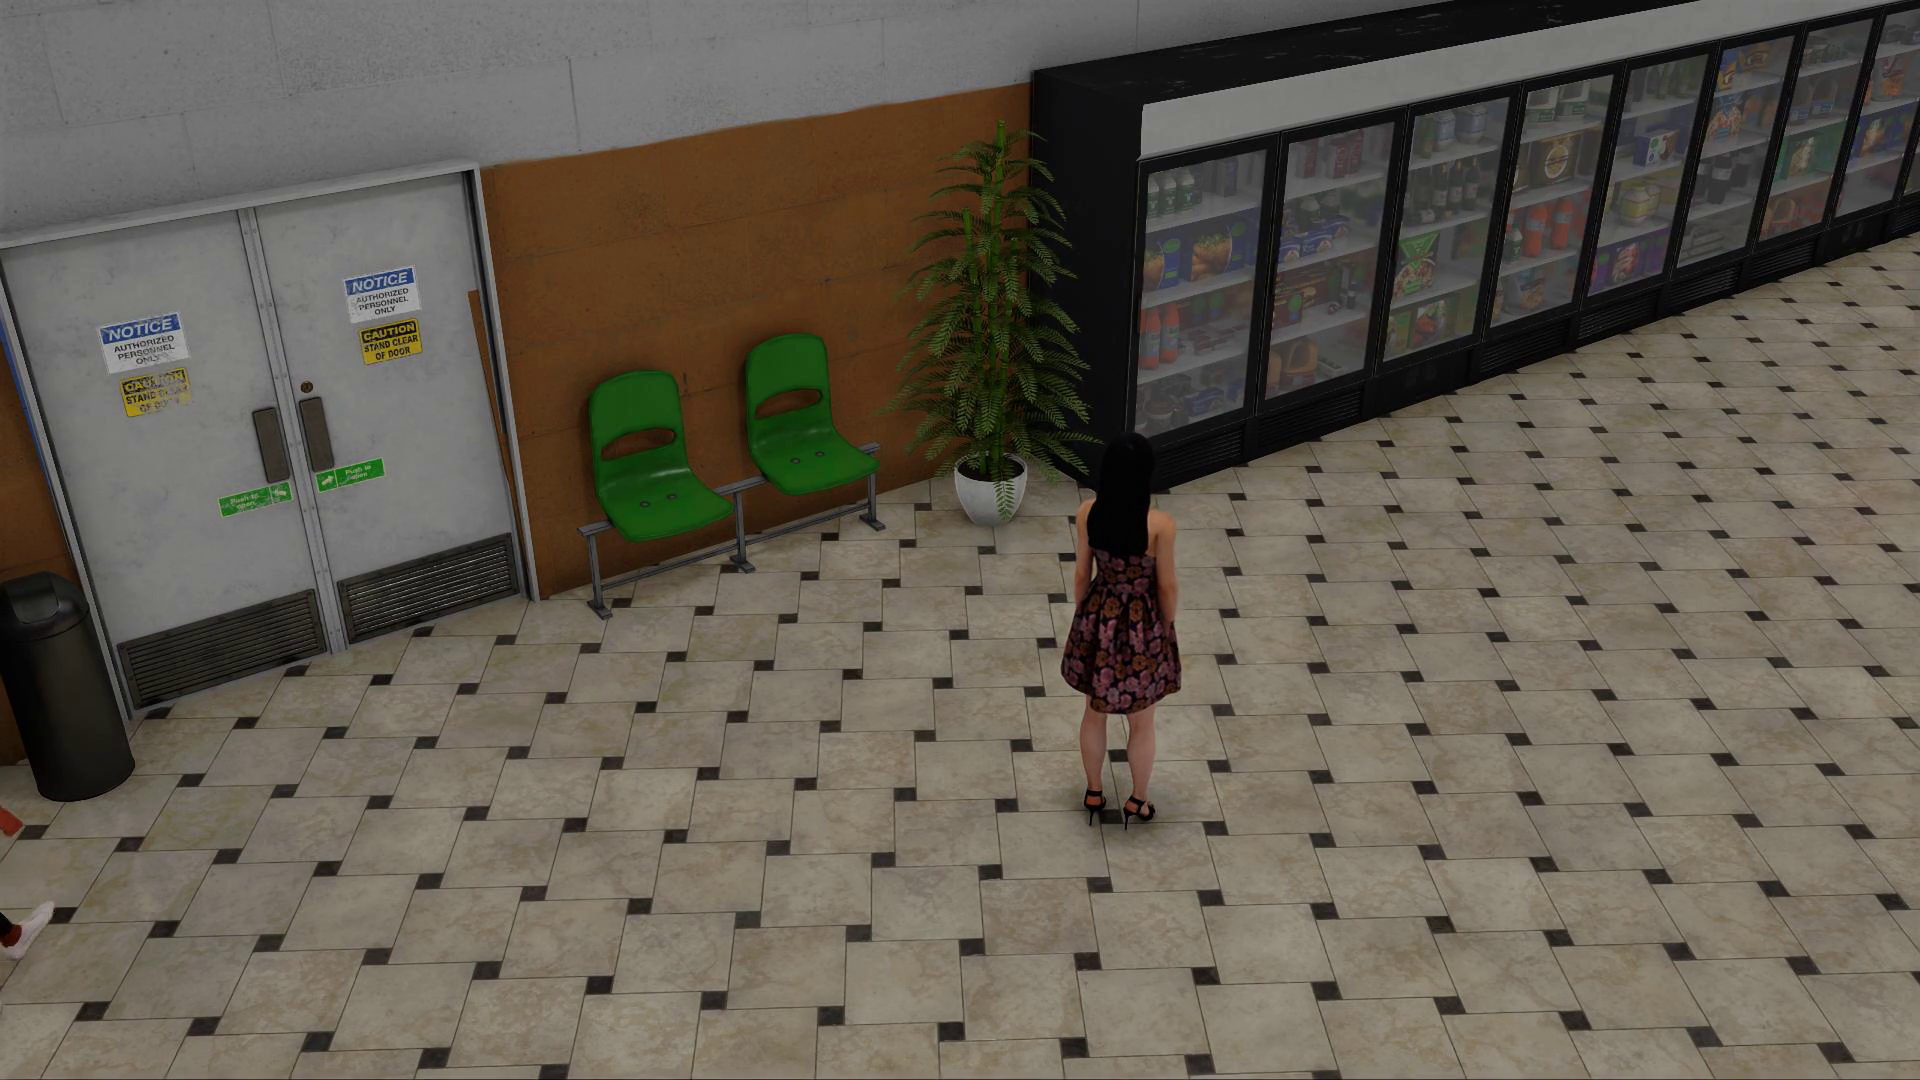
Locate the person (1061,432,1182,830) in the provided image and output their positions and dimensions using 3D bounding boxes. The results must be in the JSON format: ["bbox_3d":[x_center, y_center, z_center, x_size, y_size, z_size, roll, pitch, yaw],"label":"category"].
[{"bbox_3d":[0.646,0.384,6.629,0.777,1.773,0.857,12,31,20],"label":"person"}]
